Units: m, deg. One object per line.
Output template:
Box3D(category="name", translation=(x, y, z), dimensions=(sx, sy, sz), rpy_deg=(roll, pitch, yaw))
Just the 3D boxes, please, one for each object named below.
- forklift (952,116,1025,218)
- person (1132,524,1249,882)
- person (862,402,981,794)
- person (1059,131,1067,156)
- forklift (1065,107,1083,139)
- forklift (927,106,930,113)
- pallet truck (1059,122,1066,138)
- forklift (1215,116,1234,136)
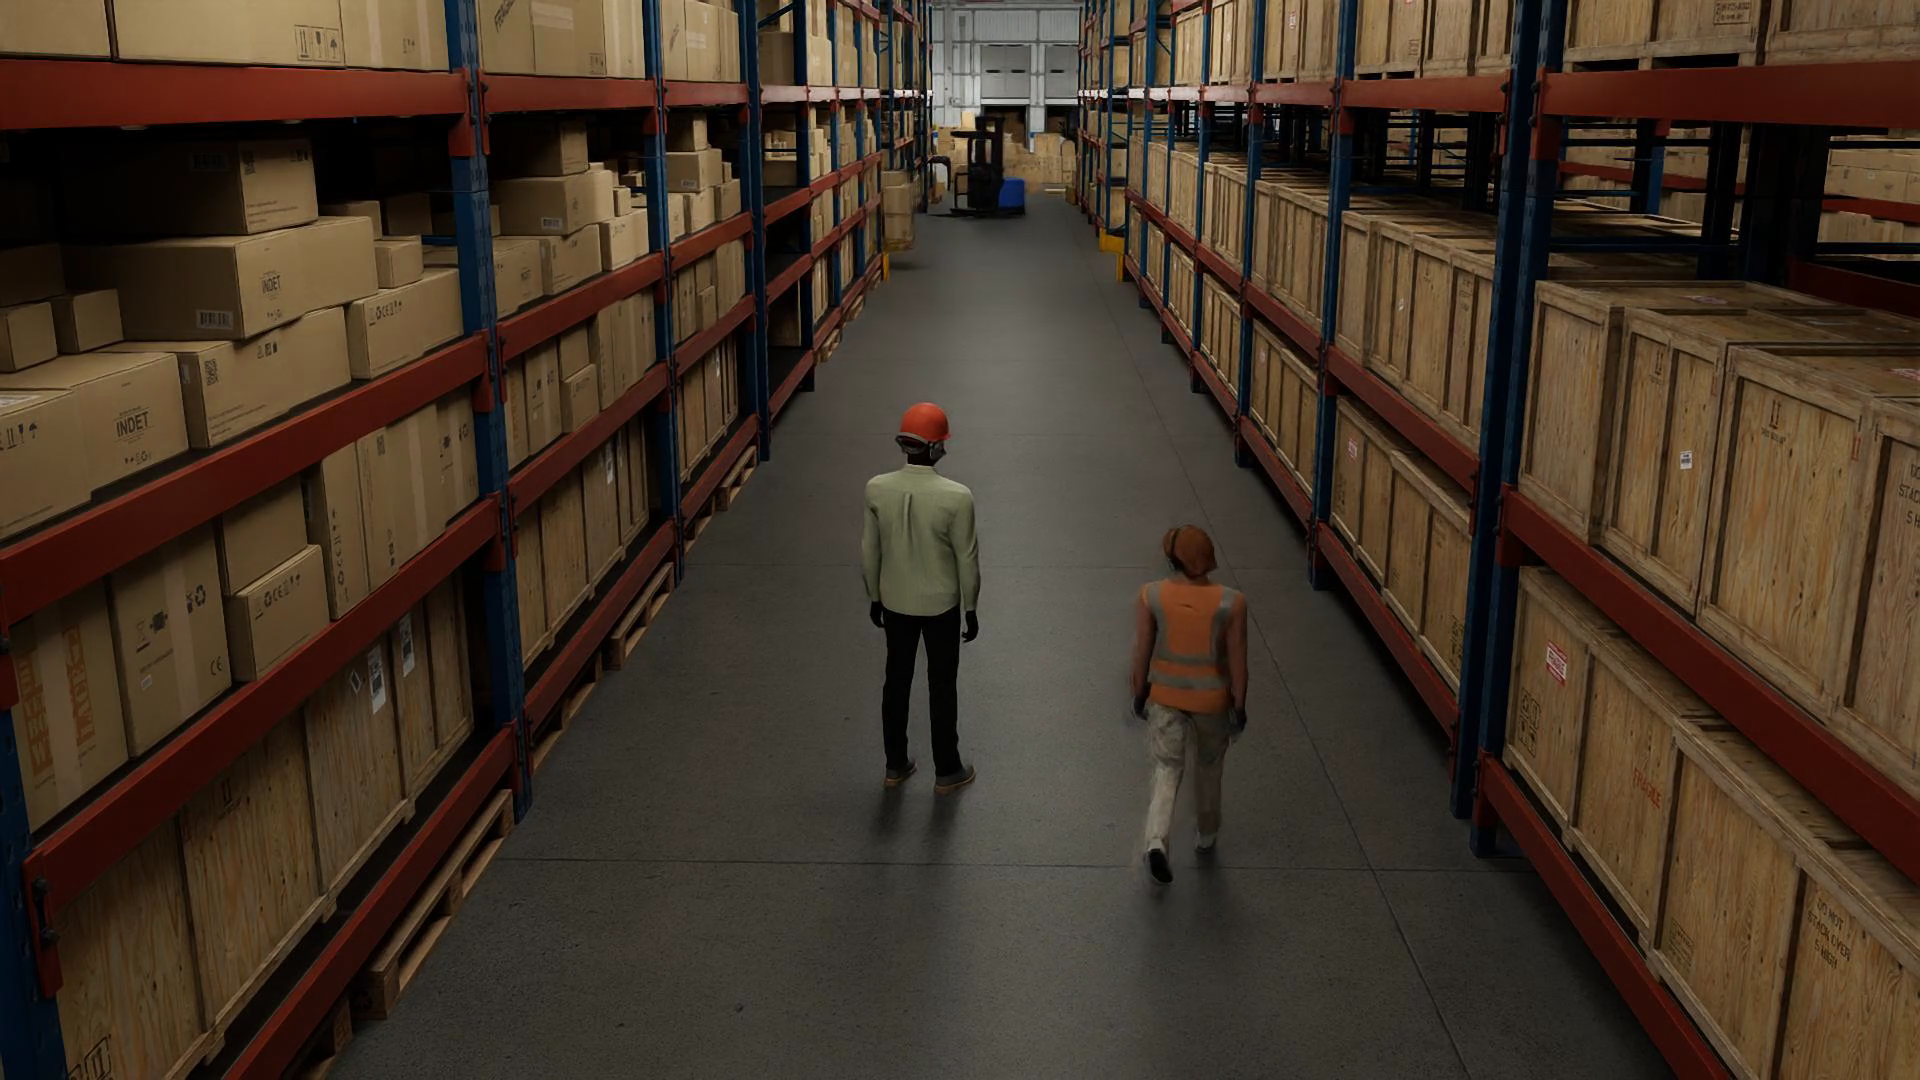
Box3D(category="forklift", translation=(0.845, -10.616, 47.290), dimensions=(1.873, 2.768, 1.129), rpy_deg=(-12, 19, -38))
Box3D(category="person", translation=(1.025, 0.728, 7.492), dimensions=(0.531, 1.603, 0.740), rpy_deg=(5, 16, 17))
Box3D(category="person", translation=(-0.184, 0.297, 8.364), dimensions=(0.622, 1.993, 0.384), rpy_deg=(6, 16, 22))
Box3D(category="person", translation=(4.345, -16.753, 71.999), dimensions=(0.638, 1.910, 0.937), rpy_deg=(14, 20, 42))
Box3D(category="forklift", translation=(5.327, -18.690, 77.331), dimensions=(1.129, 2.768, 1.873), rpy_deg=(-7, 17, -25))
Box3D(category="forklift", translation=(-2.001, -20.667, 84.687), dimensions=(1.129, 2.768, 1.873), rpy_deg=(0, 15, 2))
Box3D(category="pallet truck", translation=(5.788, -21.111, 88.014), dimensions=(1.885, 1.965, 0.823), rpy_deg=(5, 16, 18))
Box3D(category="forklift", translation=(7.816, -11.227, 49.564), dimensions=(1.129, 2.768, 1.873), rpy_deg=(0, 15, 1))
